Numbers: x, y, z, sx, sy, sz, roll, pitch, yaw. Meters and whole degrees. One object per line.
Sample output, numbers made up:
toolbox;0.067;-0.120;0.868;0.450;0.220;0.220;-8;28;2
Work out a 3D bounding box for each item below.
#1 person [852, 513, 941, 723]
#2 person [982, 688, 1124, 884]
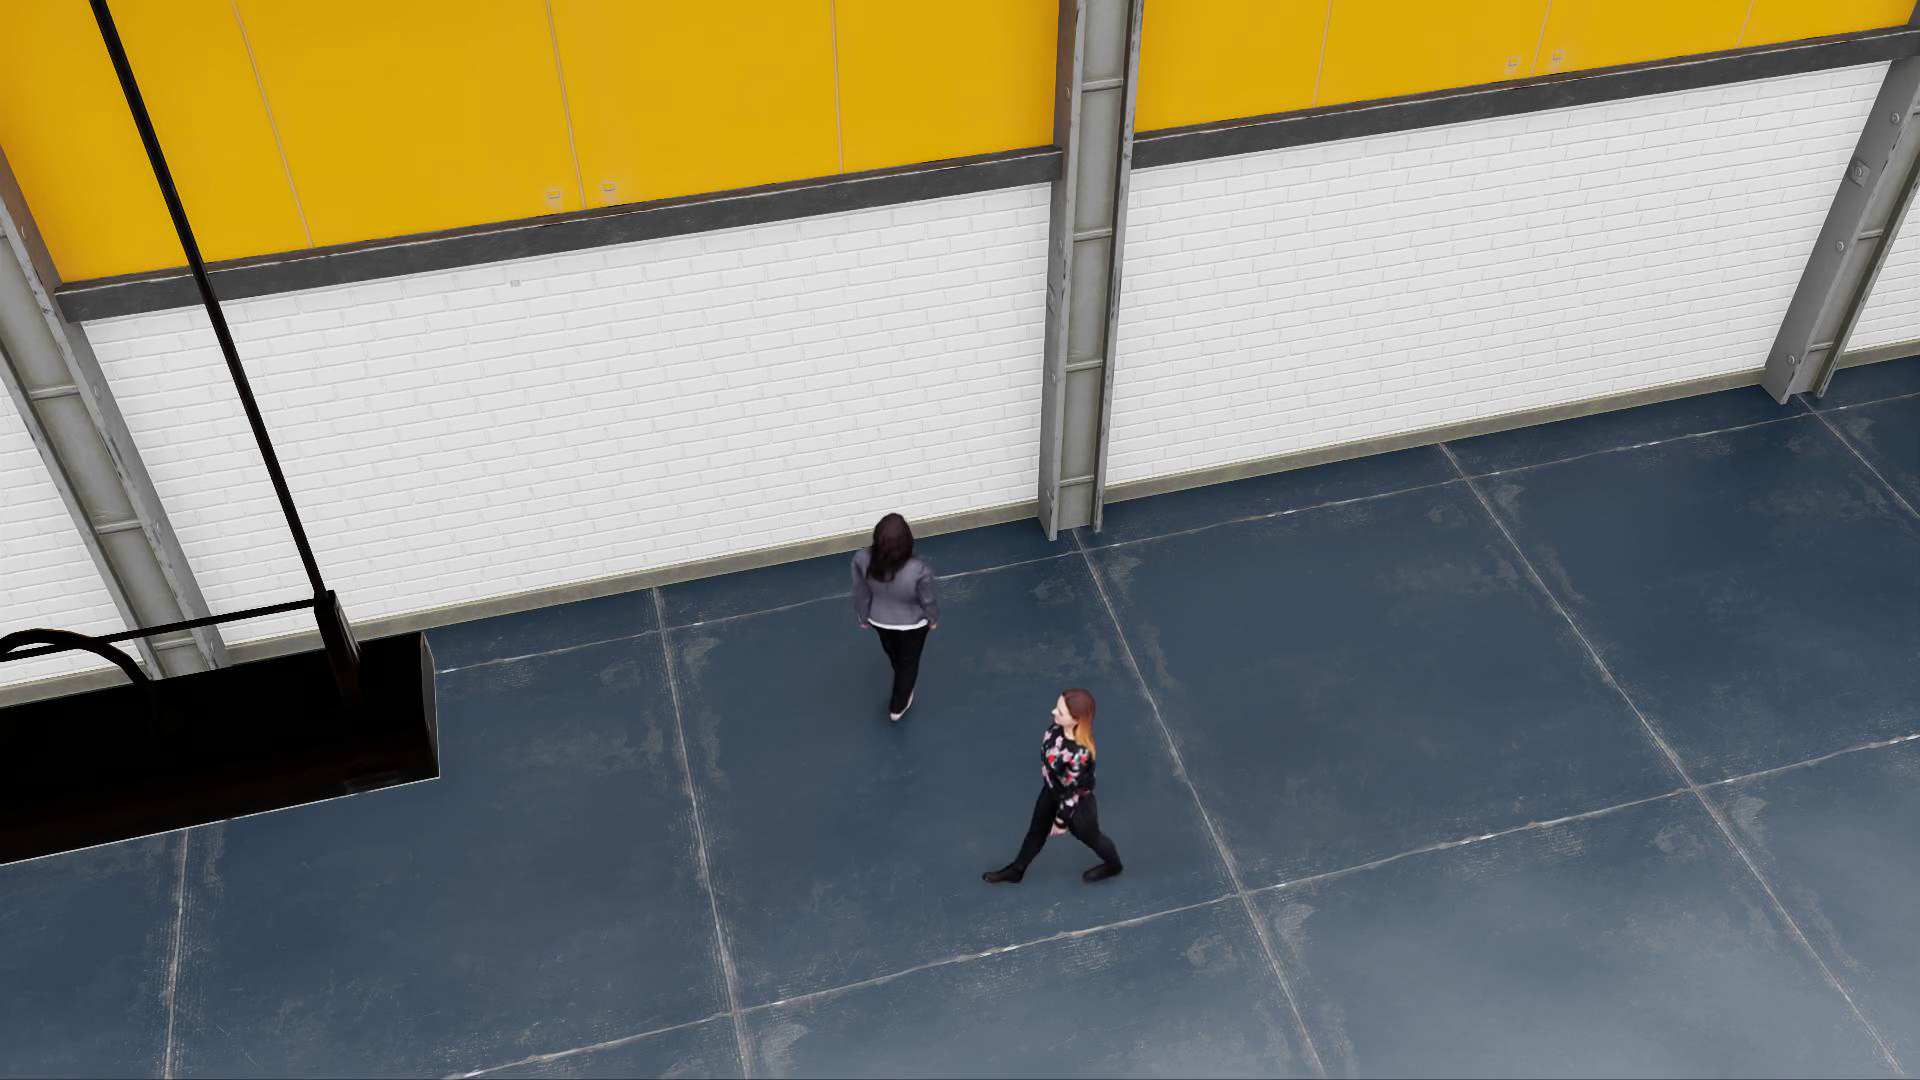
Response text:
person;-0.396;0.488;10.263;0.978;1.577;0.999;13;45;13
person;0.696;1.422;9.239;1.068;1.637;0.653;-7;44;-7
